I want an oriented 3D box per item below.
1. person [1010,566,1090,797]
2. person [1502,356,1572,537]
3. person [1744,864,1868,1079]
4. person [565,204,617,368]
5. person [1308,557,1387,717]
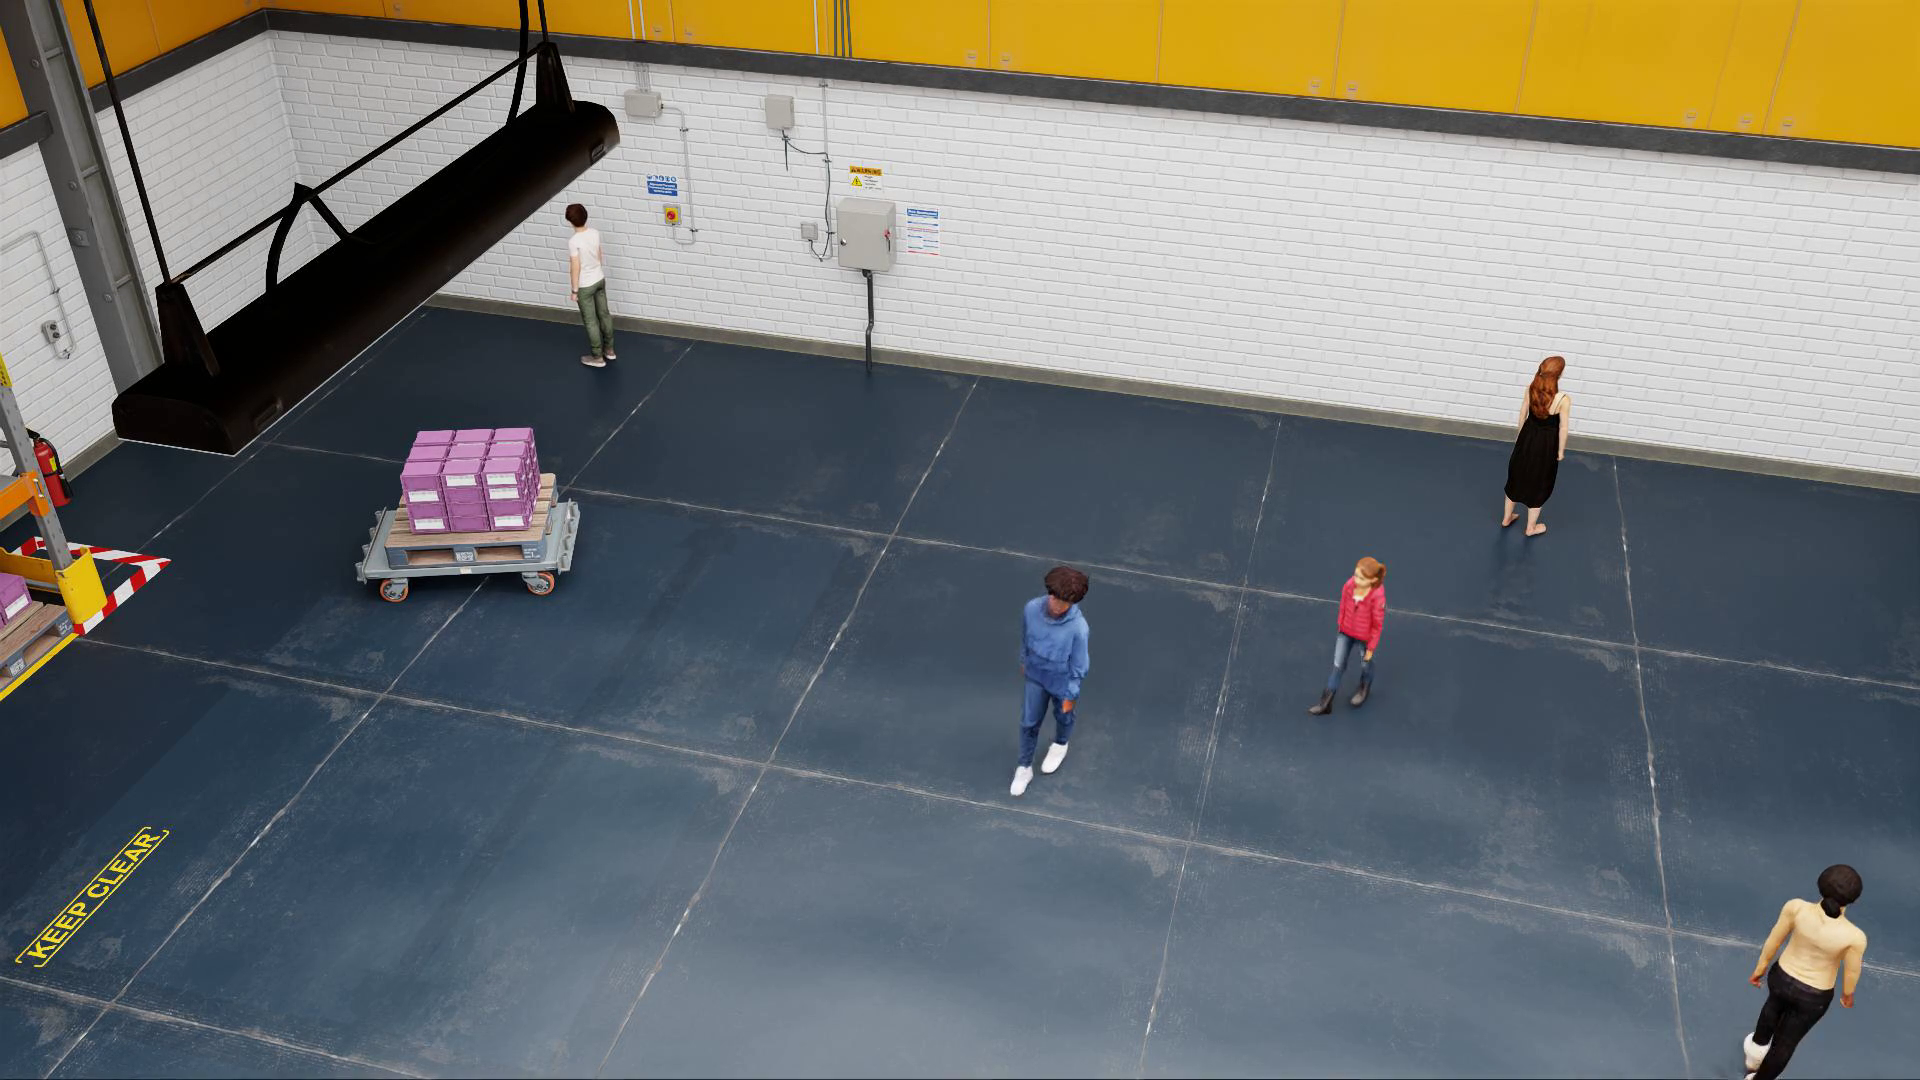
[{"bbox_3d":[0.627,0.857,11.067,0.812,1.771,0.949,23,40,30],"label":"person"},{"bbox_3d":[4.745,-0.788,13.673,0.678,1.625,0.712,29,43,36],"label":"person"},{"bbox_3d":[4.427,2.412,8.843,0.871,1.643,0.798,-24,40,-31],"label":"person"},{"bbox_3d":[-3.606,-2.489,16.205,0.702,1.655,0.574,20,39,28],"label":"person"},{"bbox_3d":[2.872,0.651,11.808,0.767,1.292,0.918,27,42,35],"label":"person"}]
